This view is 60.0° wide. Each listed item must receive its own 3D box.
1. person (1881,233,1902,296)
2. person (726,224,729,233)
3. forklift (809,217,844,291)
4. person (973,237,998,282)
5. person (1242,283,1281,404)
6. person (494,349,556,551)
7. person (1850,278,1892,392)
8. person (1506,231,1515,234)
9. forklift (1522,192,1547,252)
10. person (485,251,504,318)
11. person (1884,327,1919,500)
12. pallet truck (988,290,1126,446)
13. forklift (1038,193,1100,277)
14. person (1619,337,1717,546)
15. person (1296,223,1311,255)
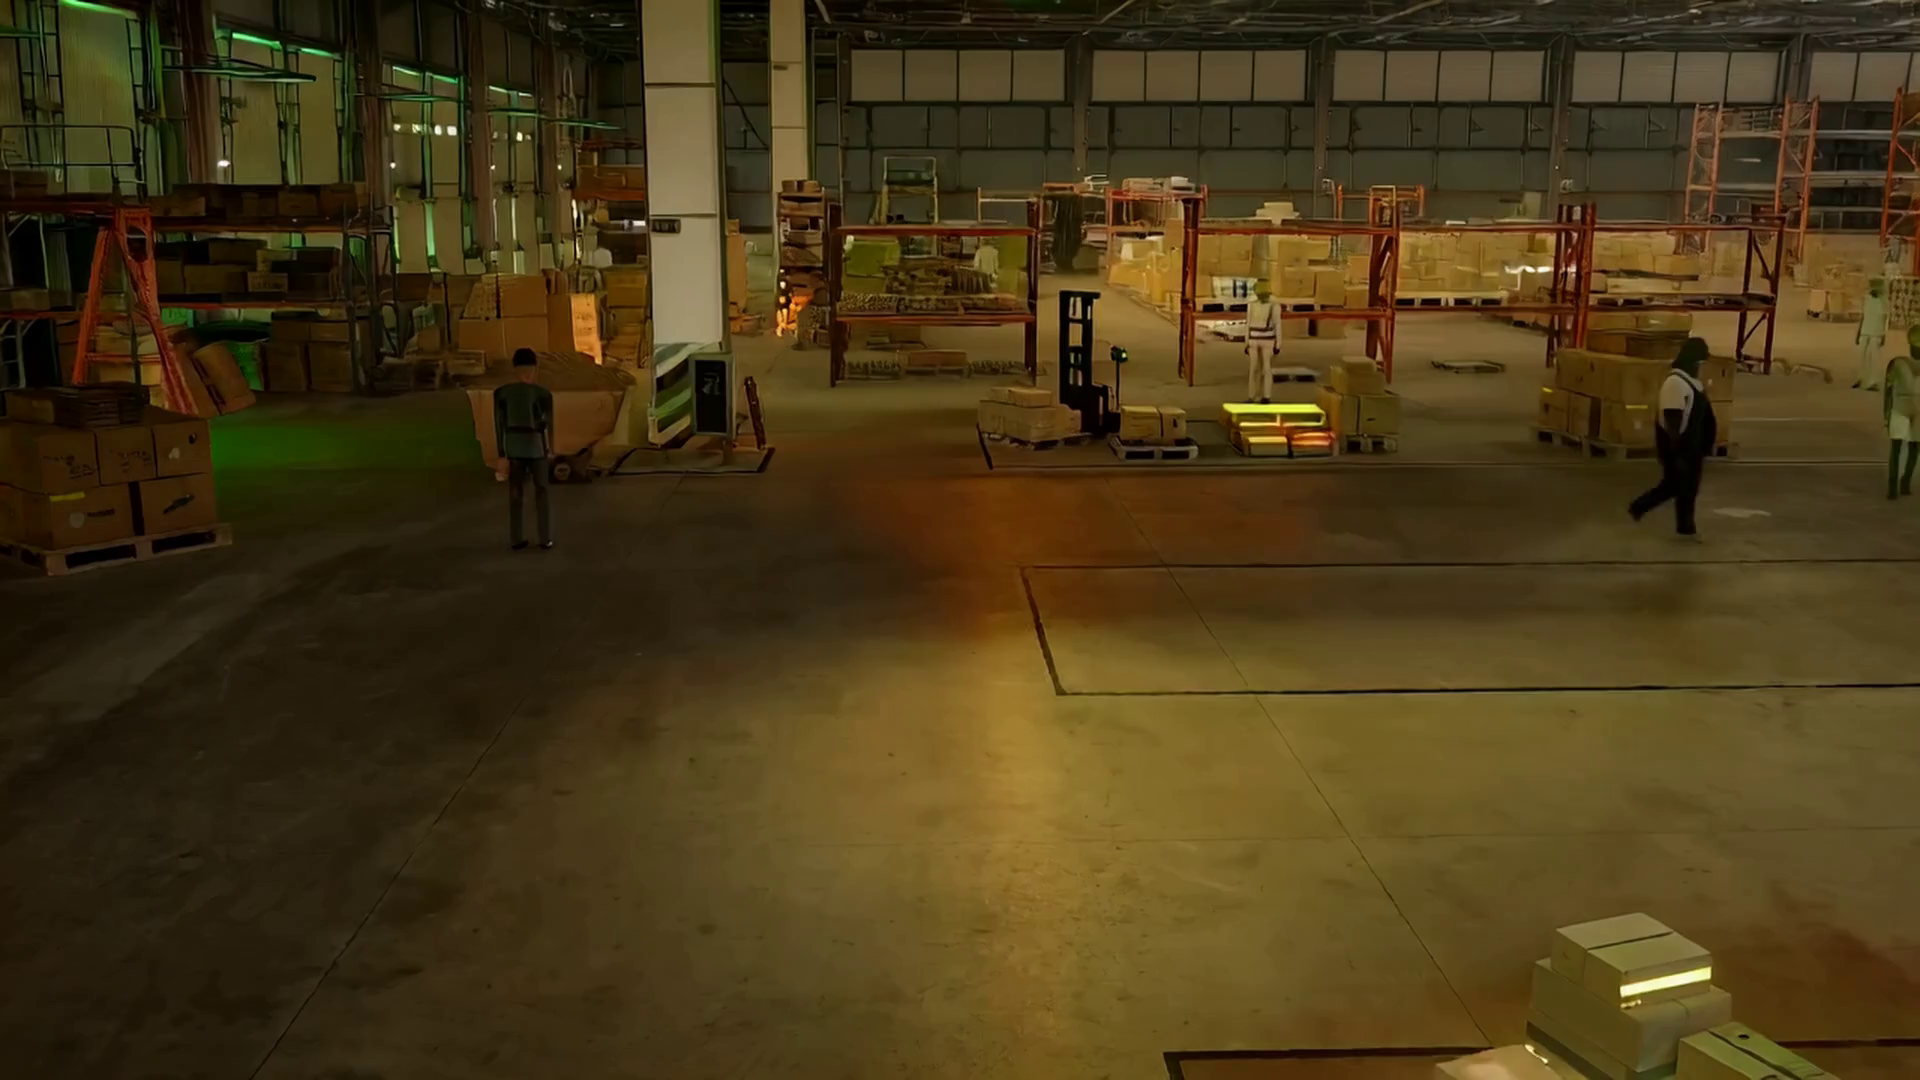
[{"bbox_3d":[25.216,-7.339,45.009,0.379,1.932,0.551,12,17,43],"label":"person"},{"bbox_3d":[-7.727,-9.476,54.684,0.382,1.926,0.600,2,13,11],"label":"person"},{"bbox_3d":[-4.374,-8.620,48.638,1.873,2.768,1.129,0,12,-2],"label":"forklift"},{"bbox_3d":[0.668,-6.829,42.777,0.643,1.906,0.583,-1,13,-3],"label":"person"},{"bbox_3d":[4.610,-2.985,25.474,0.576,1.882,0.355,8,15,31],"label":"person"},{"bbox_3d":[-4.096,-0.848,15.753,0.581,1.919,0.397,1,13,5],"label":"person"},{"bbox_3d":[14.931,-3.358,27.220,0.321,1.859,0.513,-7,14,-28],"label":"person"},{"bbox_3d":[19.331,-10.342,58.579,1.043,1.945,0.615,5,13,21],"label":"person"},{"bbox_3d":[20.616,-11.151,60.067,1.873,2.768,1.129,0,12,-2],"label":"forklift"},{"bbox_3d":[-11.476,-6.268,40.873,0.523,1.632,0.313,11,16,40],"label":"person"},{"bbox_3d":[10.429,-1.385,18.238,0.549,1.883,0.985,6,14,25],"label":"person"},{"bbox_3d":[1.257,-2.299,22.111,1.885,1.965,0.823,-9,15,-35],"label":"pallet truck"},{"bbox_3d":[3.751,-10.391,56.636,1.873,2.768,1.129,-7,14,-28],"label":"forklift"},{"bbox_3d":[6.864,-0.961,15.973,0.735,2.000,0.683,10,16,38],"label":"person"},{"bbox_3d":[11.343,-9.644,55.547,0.628,1.897,1.034,-1,13,-4],"label":"person"}]
